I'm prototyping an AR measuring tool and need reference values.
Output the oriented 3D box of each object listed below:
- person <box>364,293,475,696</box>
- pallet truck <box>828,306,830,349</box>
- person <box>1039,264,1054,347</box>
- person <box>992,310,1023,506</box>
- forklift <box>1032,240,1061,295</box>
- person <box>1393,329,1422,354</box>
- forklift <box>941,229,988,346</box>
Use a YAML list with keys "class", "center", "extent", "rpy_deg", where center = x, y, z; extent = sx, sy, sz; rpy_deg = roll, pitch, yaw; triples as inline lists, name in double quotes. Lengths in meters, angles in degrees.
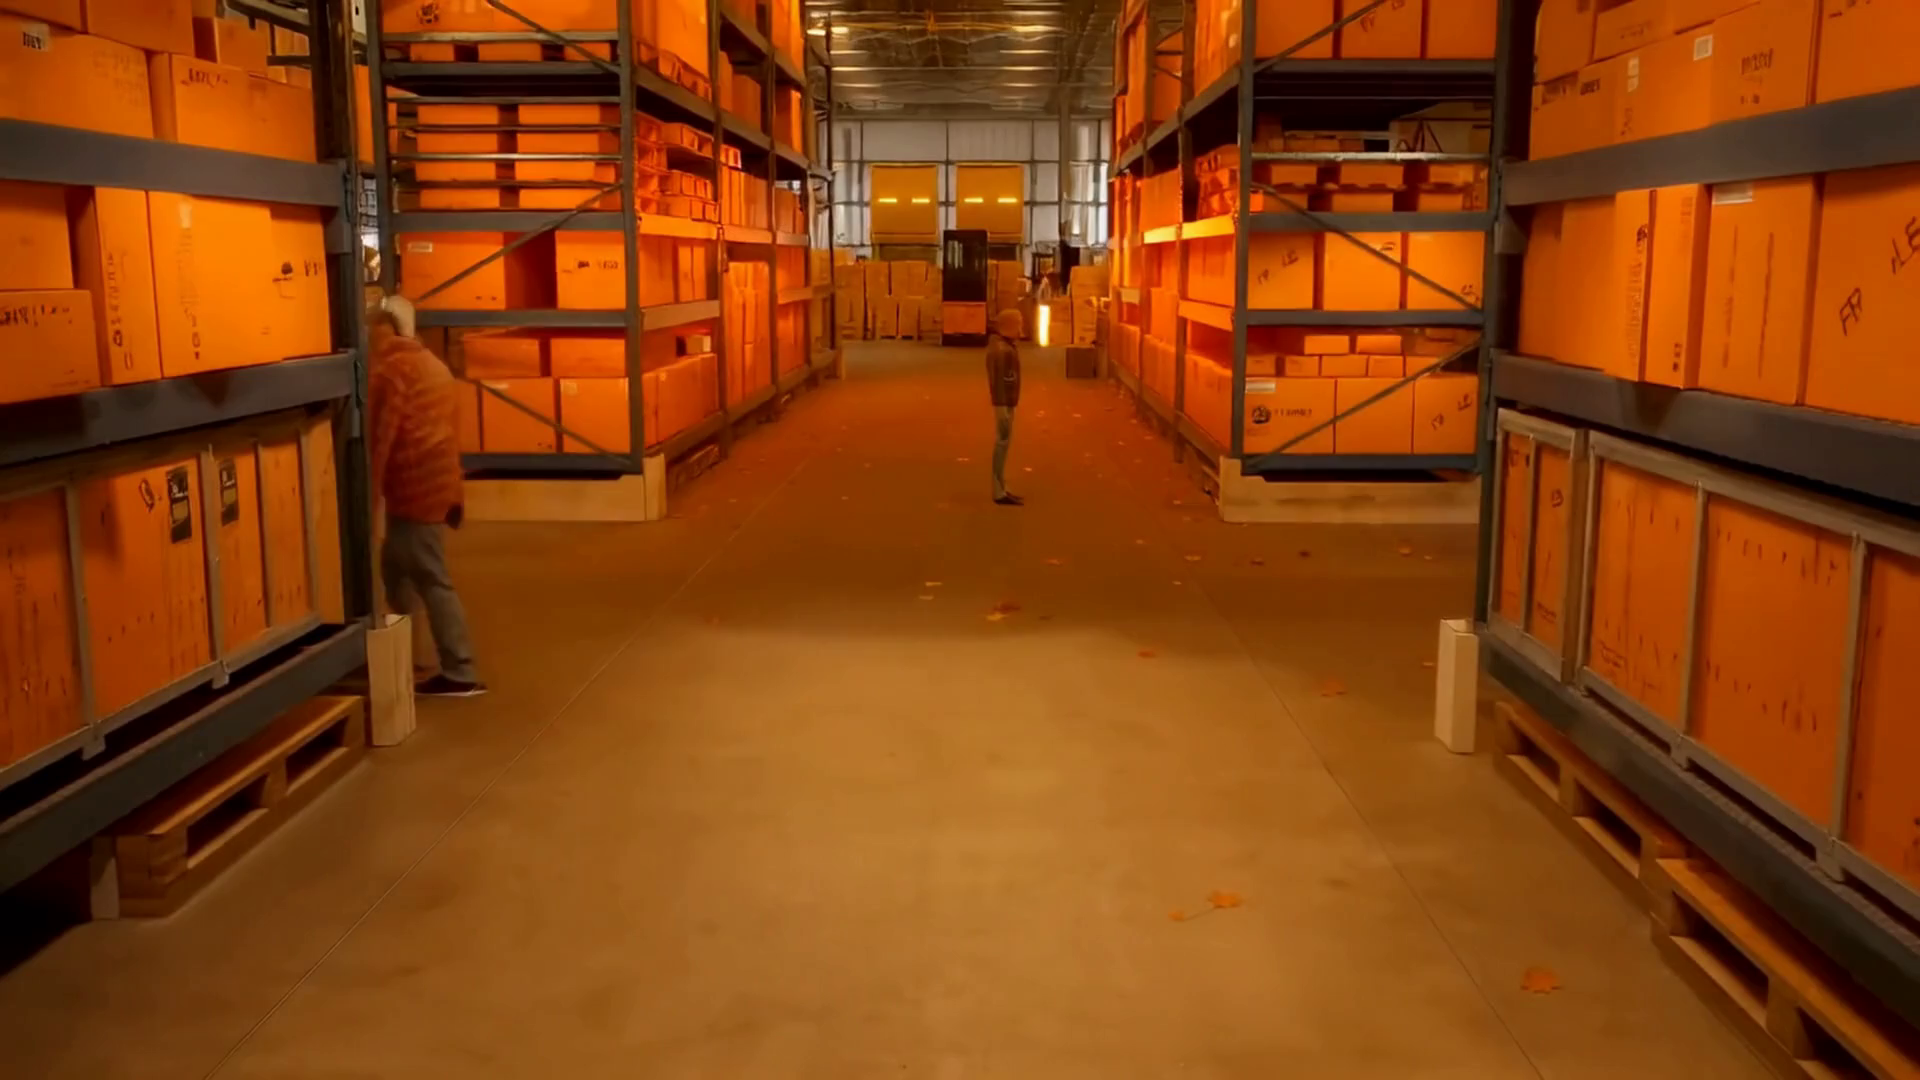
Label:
- class: "person"
  center: [-2.634, -0.194, 7.751]
  extent: [0.782, 1.877, 0.645]
  rpy_deg: [0, 9, 1]
- class: "pallet truck"
  center: [-3.100, -3.940, 29.800]
  extent: [1.885, 1.965, 0.823]
  rpy_deg: [3, 10, 19]
- class: "person"
  center: [2.090, -5.643, 40.015]
  extent: [0.395, 1.990, 0.625]
  rpy_deg: [0, 9, 1]
- class: "person"
  center: [0.399, -1.102, 13.887]
  extent: [0.265, 1.632, 0.508]
  rpy_deg: [0, 9, 1]
- class: "forklift"
  center: [3.172, -9.648, 61.356]
  extent: [1.129, 2.768, 1.873]
  rpy_deg: [0, 9, 1]
- class: "person"
  center: [7.025, -3.301, 26.407]
  extent: [0.656, 1.859, 0.991]
  rpy_deg: [-5, 11, -26]
- class: "forklift"
  center: [0.124, -6.117, 40.203]
  extent: [1.129, 2.768, 1.873]
  rpy_deg: [0, 9, 1]
